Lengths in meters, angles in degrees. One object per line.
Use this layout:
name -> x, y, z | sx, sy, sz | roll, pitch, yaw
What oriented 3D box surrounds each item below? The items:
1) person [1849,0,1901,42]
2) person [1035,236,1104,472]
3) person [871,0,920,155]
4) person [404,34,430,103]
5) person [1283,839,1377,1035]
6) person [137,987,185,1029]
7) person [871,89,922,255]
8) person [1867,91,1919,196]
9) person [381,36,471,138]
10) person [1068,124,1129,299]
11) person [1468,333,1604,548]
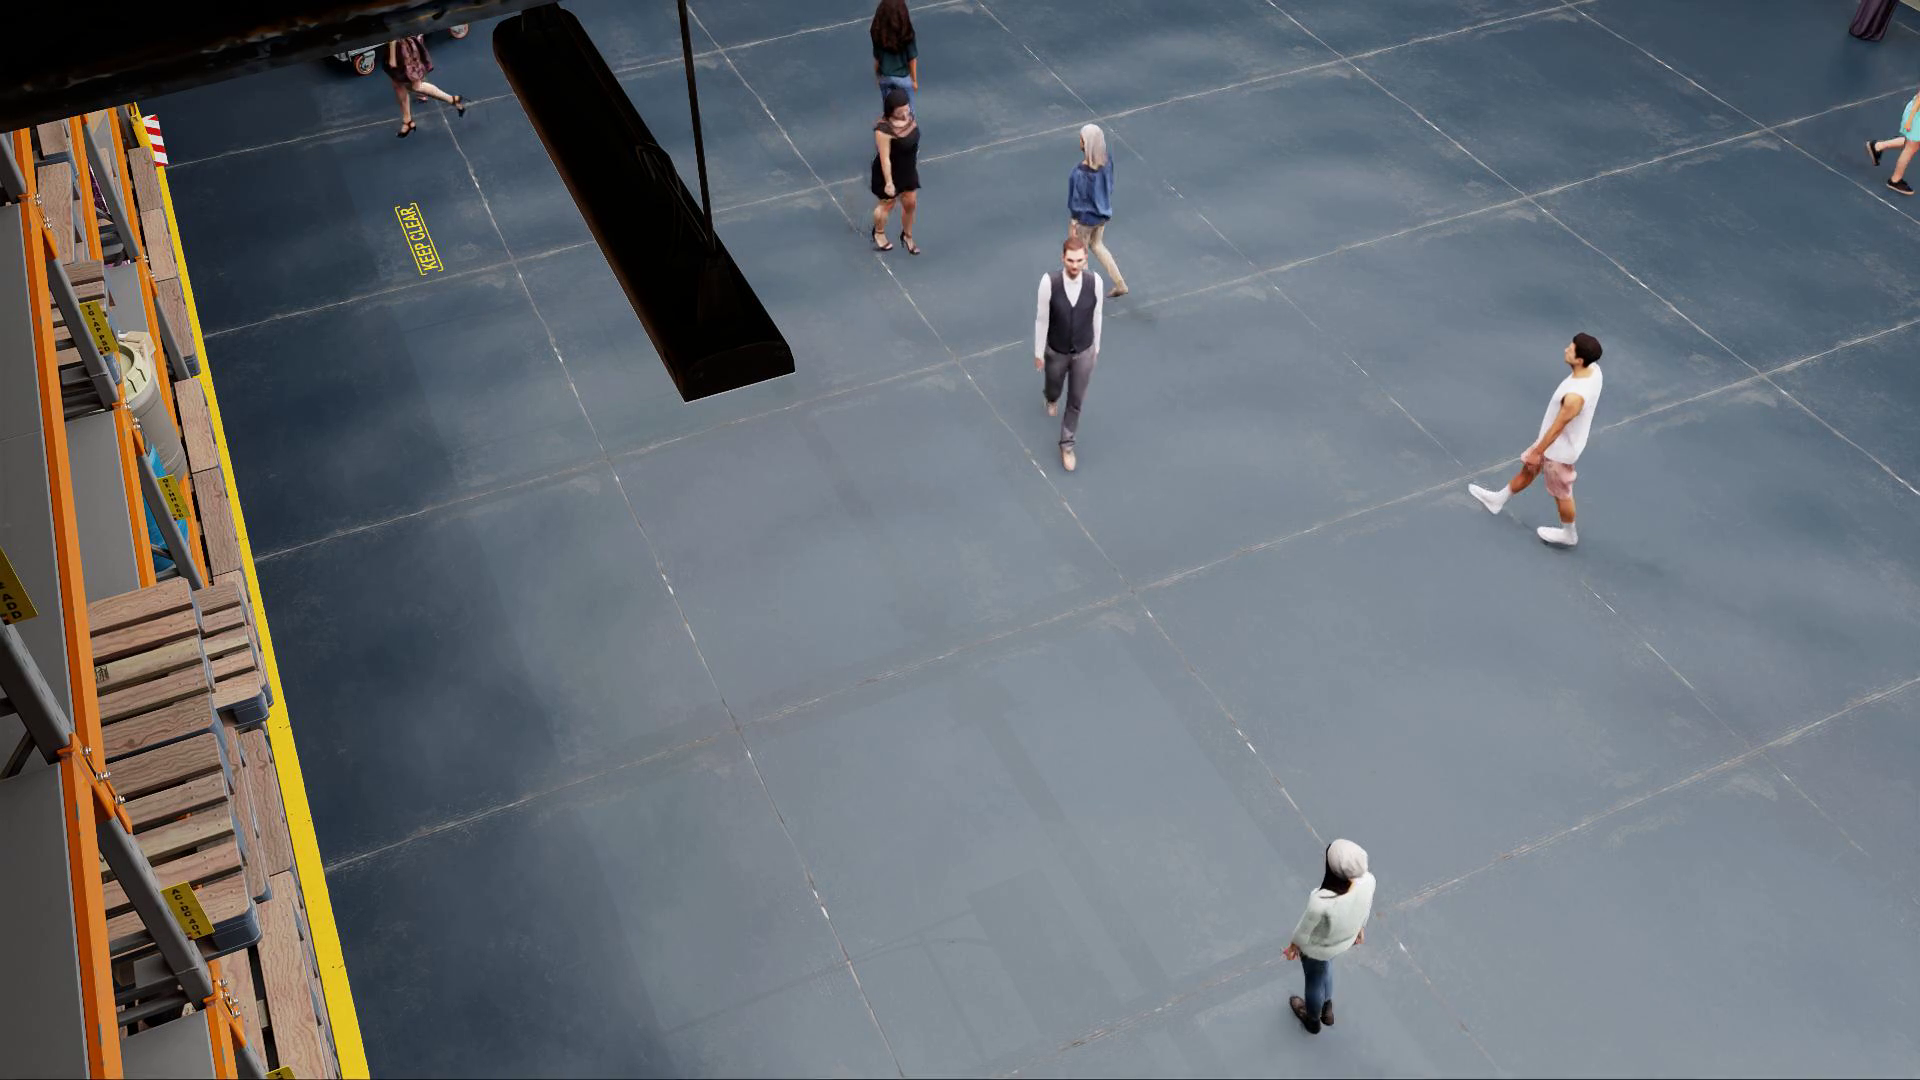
person -> 9.874, -6.108, 17.560 | 0.774, 1.614, 0.717 | 15, 46, 16
person -> 0.812, -1.487, 12.492 | 0.884, 1.914, 1.115 | -3, 44, -4
person -> -0.603, -4.397, 15.762 | 0.714, 1.617, 0.763 | 7, 44, 7
person -> -5.502, -5.217, 16.493 | 0.869, 1.797, 0.809 | 7, 44, 7
person -> 2.007, 2.170, 8.850 | 0.604, 1.642, 0.589 | -20, 47, -20
person -> -3.663, 2.734, 8.178 | 0.597, 1.754, 0.574 | -9, 44, -9
person -> -0.620, -3.228, 14.492 | 0.876, 1.677, 0.822 | 19, 47, 19
person -> 8.826, -3.980, 15.377 | 0.652, 1.545, 0.885 | -27, 50, -26
person -> -5.264, -4.679, 15.964 | 0.820, 1.748, 0.991 | -11, 45, -12
person -> 1.163, -2.654, 13.886 | 0.940, 1.682, 0.814 | 28, 50, 26
person -> 4.320, -0.639, 11.731 | 1.199, 1.737, 1.049 | 21, 48, 21
